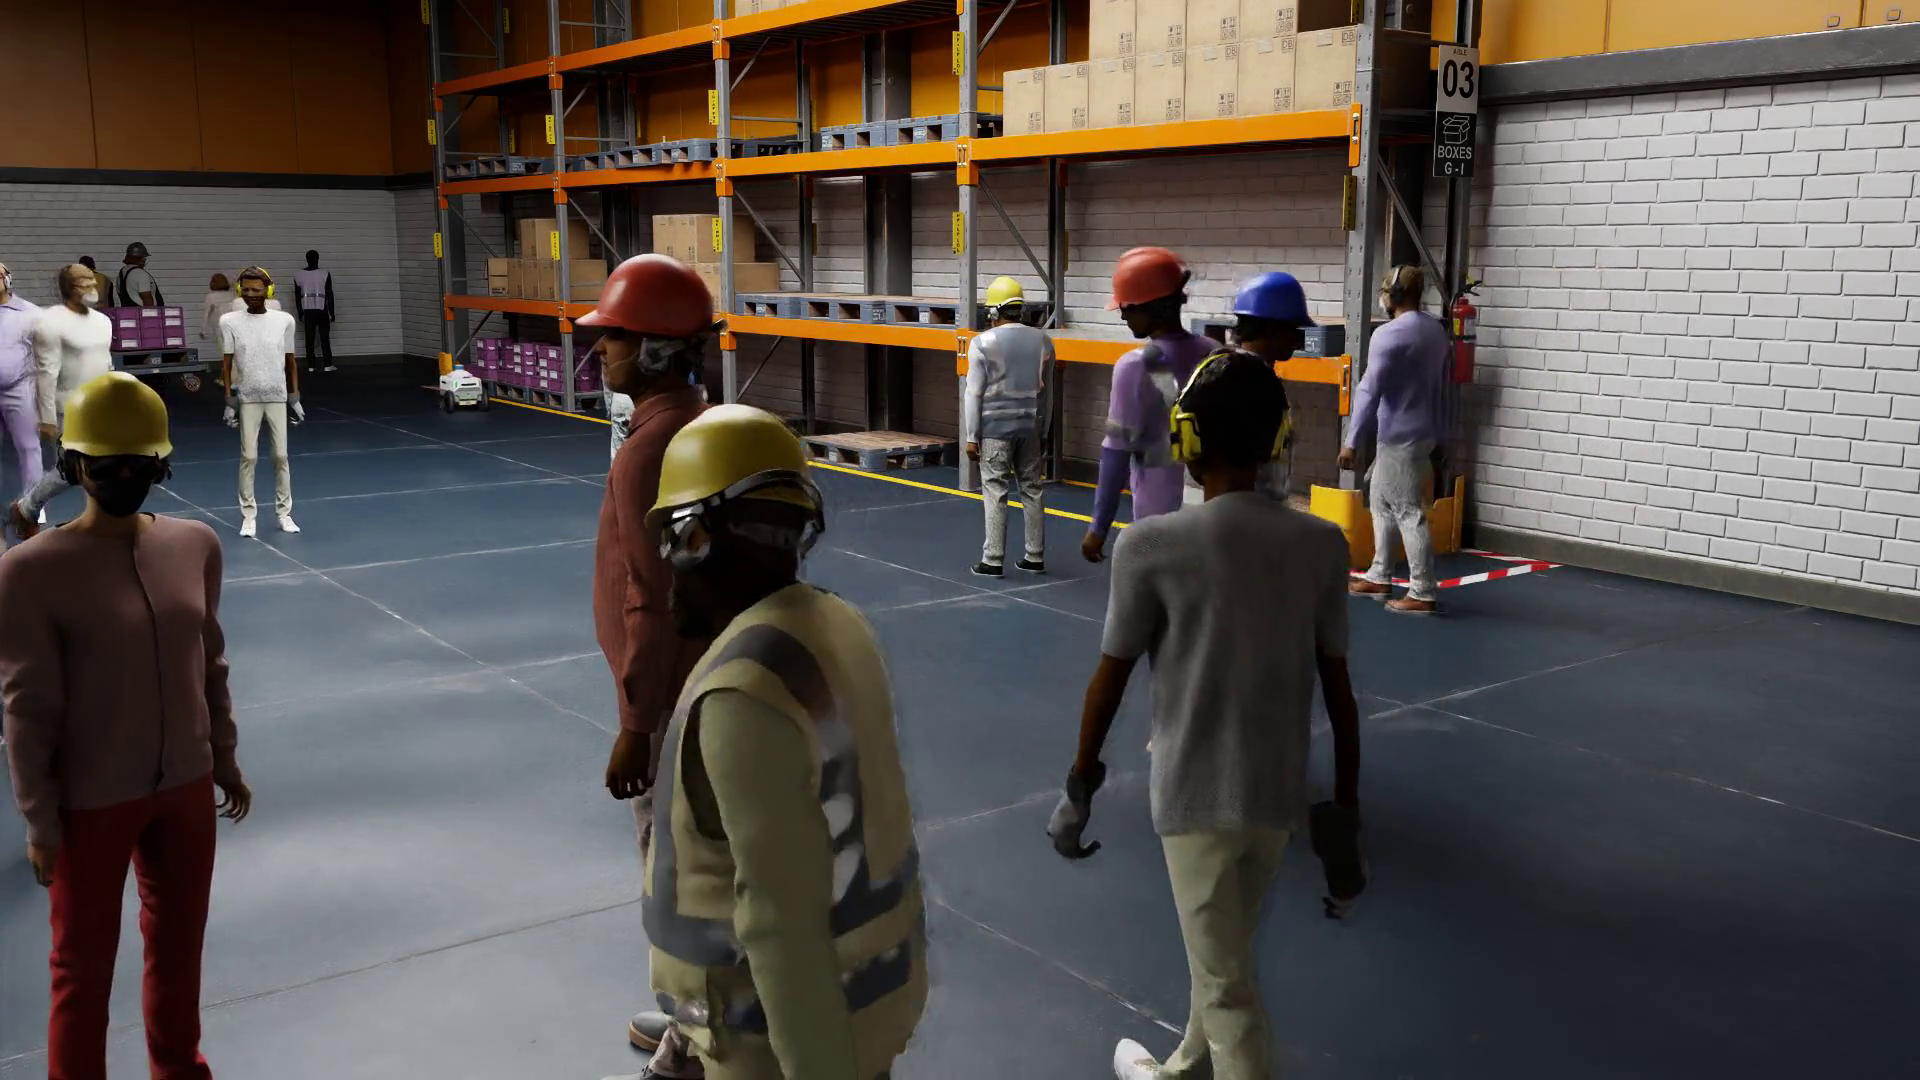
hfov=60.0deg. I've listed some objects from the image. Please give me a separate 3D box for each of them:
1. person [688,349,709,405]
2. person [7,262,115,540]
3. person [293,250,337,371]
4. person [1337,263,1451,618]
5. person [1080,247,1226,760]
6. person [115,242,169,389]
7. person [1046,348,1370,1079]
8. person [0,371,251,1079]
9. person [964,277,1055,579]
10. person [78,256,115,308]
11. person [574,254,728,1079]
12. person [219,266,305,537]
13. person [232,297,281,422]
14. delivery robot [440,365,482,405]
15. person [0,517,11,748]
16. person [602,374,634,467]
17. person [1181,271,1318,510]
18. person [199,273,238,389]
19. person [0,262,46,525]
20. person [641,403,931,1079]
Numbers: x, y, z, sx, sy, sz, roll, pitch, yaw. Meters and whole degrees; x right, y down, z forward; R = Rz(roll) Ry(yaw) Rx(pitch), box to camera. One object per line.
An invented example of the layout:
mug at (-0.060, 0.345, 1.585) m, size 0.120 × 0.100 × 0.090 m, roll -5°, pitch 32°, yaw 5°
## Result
person at (-2.261, -1.181, 13.308) m, size 0.558 × 1.669 × 0.707 m, roll -6°, pitch 12°, yaw -32°
person at (-5.777, -0.841, 10.792) m, size 0.771 × 1.915 × 0.631 m, roll 2°, pitch 10°, yaw 13°
person at (-10.215, -3.626, 26.359) m, size 0.589 × 1.914 × 0.389 m, roll -1°, pitch 10°, yaw -4°
person at (2.336, -0.544, 9.119) m, size 0.809 × 1.909 × 0.644 m, roll 9°, pitch 13°, yaw 41°
person at (0.774, -0.099, 6.326) m, size 0.484 × 2.009 × 0.627 m, roll 9°, pitch 14°, yaw 42°
person at (-11.349, -3.115, 23.138) m, size 0.689 × 2.000 × 0.539 m, roll 7°, pitch 12°, yaw 35°
person at (0.499, 0.537, 3.324) m, size 0.521 × 1.814 × 0.966 m, roll -4°, pitch 11°, yaw -23°
person at (-1.729, 0.527, 3.512) m, size 0.328 × 1.765 × 0.528 m, roll 5°, pitch 11°, yaw 26°
person at (0.291, -0.674, 10.092) m, size 0.591 × 1.823 × 0.405 m, roll -5°, pitch 11°, yaw -28°
person at (-12.807, -3.266, 24.550) m, size 0.429 × 1.839 × 0.633 m, roll 8°, pitch 13°, yaw 38°
person at (-0.675, 0.344, 3.884) m, size 0.375 × 1.997 × 0.612 m, roll 1°, pitch 10°, yaw 5°
person at (-4.829, -0.955, 11.534) m, size 0.518 × 1.865 × 0.323 m, roll -6°, pitch 12°, yaw -30°
person at (-7.888, -2.178, 18.702) m, size 0.534 × 1.745 × 0.583 m, roll -2°, pitch 10°, yaw -14°
delivery robot at (-6.026, -1.871, 20.066) m, size 0.477 × 0.478 × 0.707 m, roll -6°, pitch 12°, yaw -31°
person at (-3.169, 0.278, 5.361) m, size 0.538 × 1.586 × 0.848 m, roll 8°, pitch 13°, yaw 36°
person at (-2.265, -0.913, 11.640) m, size 0.485 × 1.744 × 0.294 m, roll 4°, pitch 11°, yaw 21°
person at (1.013, 0.021, 5.884) m, size 0.475 × 1.922 × 0.650 m, roll -1°, pitch 10°, yaw -7°
person at (-10.302, -2.902, 23.170) m, size 0.812 × 1.591 × 0.518 m, roll 7°, pitch 12°, yaw 33°
person at (-6.855, -1.043, 11.902) m, size 0.636 × 1.911 × 0.405 m, roll -3°, pitch 11°, yaw -17°
person at (-0.251, 0.698, 2.480) m, size 0.502 × 1.789 × 0.616 m, roll 2°, pitch 10°, yaw 11°
